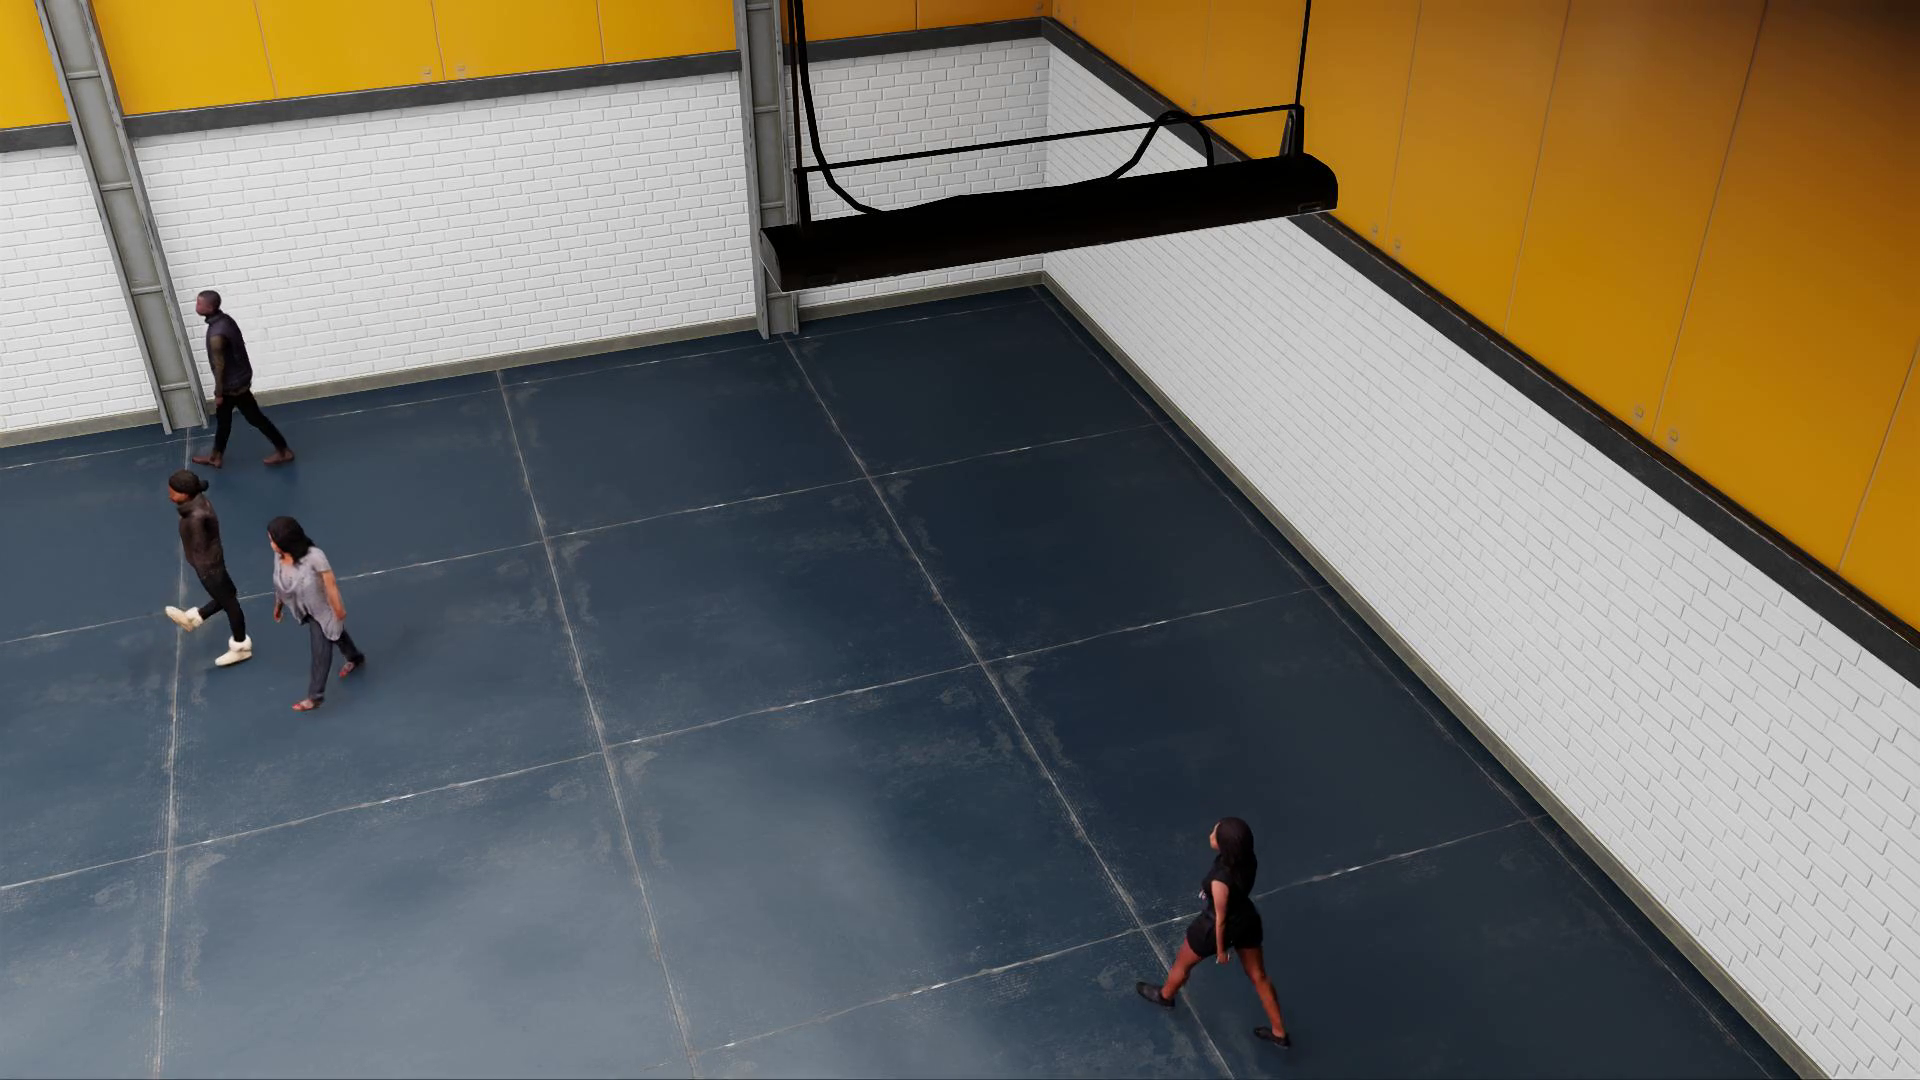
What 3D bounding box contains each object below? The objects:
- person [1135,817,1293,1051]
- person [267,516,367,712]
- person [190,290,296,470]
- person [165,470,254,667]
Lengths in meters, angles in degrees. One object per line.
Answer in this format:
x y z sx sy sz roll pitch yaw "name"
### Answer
1.638 2.315 9.664 1.142 1.690 1.224 21 39 29 "person"
-4.822 0.446 12.594 1.027 1.558 1.121 17 37 23 "person"
-6.549 -1.429 15.210 1.118 1.786 0.730 -11 35 -16 "person"
-5.932 0.225 12.836 0.802 1.658 0.616 -13 36 -19 "person"
